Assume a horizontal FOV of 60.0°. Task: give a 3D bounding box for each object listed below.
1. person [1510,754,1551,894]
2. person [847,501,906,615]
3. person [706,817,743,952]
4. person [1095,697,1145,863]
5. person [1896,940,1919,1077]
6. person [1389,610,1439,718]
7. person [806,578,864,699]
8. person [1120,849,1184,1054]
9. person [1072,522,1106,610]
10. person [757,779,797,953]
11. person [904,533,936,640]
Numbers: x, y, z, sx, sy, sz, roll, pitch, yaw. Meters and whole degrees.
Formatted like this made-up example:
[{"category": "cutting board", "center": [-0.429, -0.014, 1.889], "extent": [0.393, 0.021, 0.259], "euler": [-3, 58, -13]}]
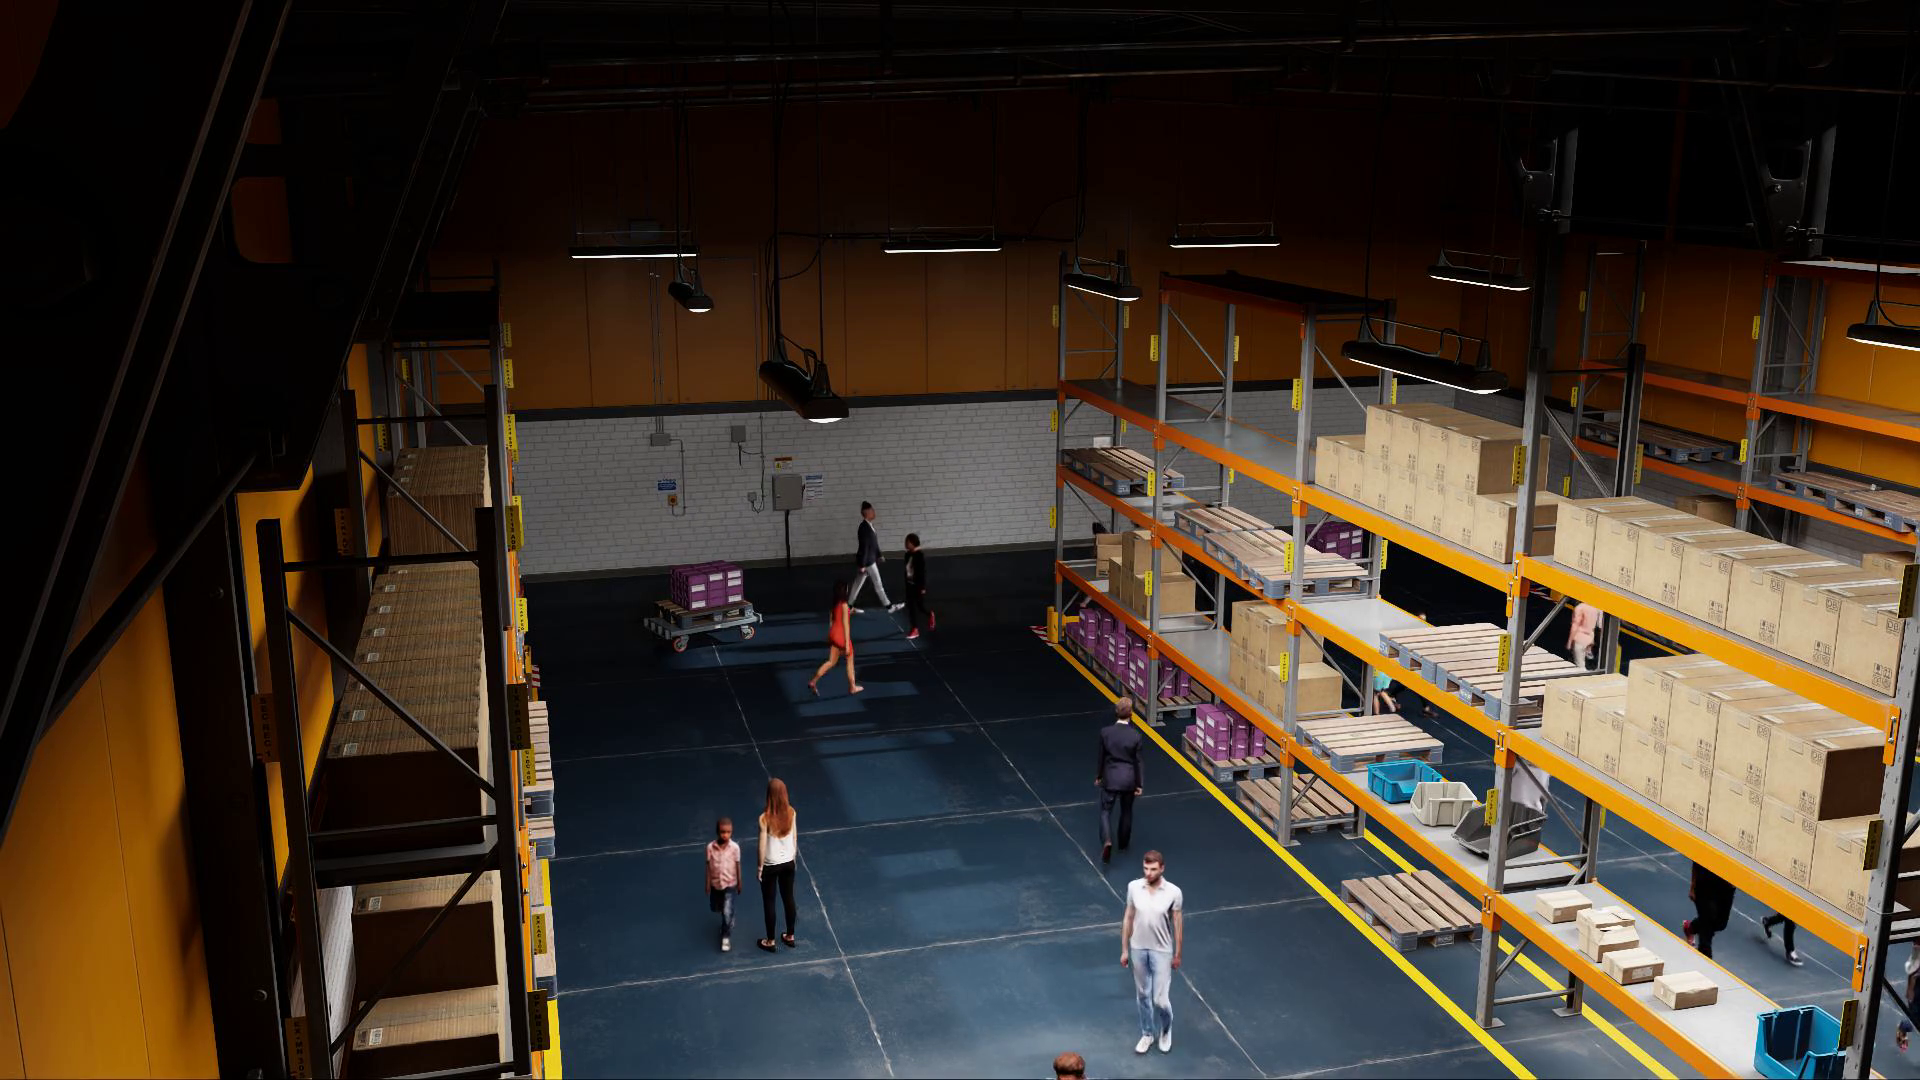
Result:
[{"category": "person", "center": [5.746, 2.794, 16.833], "extent": [0.727, 1.904, 1.148], "euler": [-4, 14, -18]}, {"category": "person", "center": [-1.620, 0.323, 27.050], "extent": [1.001, 1.899, 1.238], "euler": [0, 14, 0]}, {"category": "person", "center": [-2.277, 3.287, 16.106], "extent": [0.669, 1.289, 0.872], "euler": [1, 14, 4]}, {"category": "person", "center": [1.692, 2.586, 17.914], "extent": [0.955, 1.799, 1.141], "euler": [3, 14, 11]}, {"category": "person", "center": [8.046, 3.689, 13.790], "extent": [0.823, 1.597, 0.984], "euler": [2, 14, 10]}, {"category": "person", "center": [6.095, 1.657, 22.501], "extent": [0.838, 1.447, 1.067], "euler": [-11, 18, -39]}, {"category": "person", "center": [-1.759, 1.398, 23.066], "extent": [0.967, 1.685, 1.124], "euler": [-9, 16, -33]}, {"category": "person", "center": [1.666, 3.468, 14.186], "extent": [0.775, 1.840, 0.827], "euler": [7, 15, 26]}, {"category": "person", "center": [2.343, 0.516, 26.995], "extent": [1.112, 1.550, 1.085], "euler": [7, 15, 28]}, {"category": "person", "center": [-1.729, 3.107, 15.925], "extent": [0.651, 1.723, 0.625], "euler": [-9, 16, -34]}, {"category": "person", "center": [-0.649, 0.703, 25.991], "extent": [0.925, 1.658, 0.960], "euler": [9, 16, 33]}]
